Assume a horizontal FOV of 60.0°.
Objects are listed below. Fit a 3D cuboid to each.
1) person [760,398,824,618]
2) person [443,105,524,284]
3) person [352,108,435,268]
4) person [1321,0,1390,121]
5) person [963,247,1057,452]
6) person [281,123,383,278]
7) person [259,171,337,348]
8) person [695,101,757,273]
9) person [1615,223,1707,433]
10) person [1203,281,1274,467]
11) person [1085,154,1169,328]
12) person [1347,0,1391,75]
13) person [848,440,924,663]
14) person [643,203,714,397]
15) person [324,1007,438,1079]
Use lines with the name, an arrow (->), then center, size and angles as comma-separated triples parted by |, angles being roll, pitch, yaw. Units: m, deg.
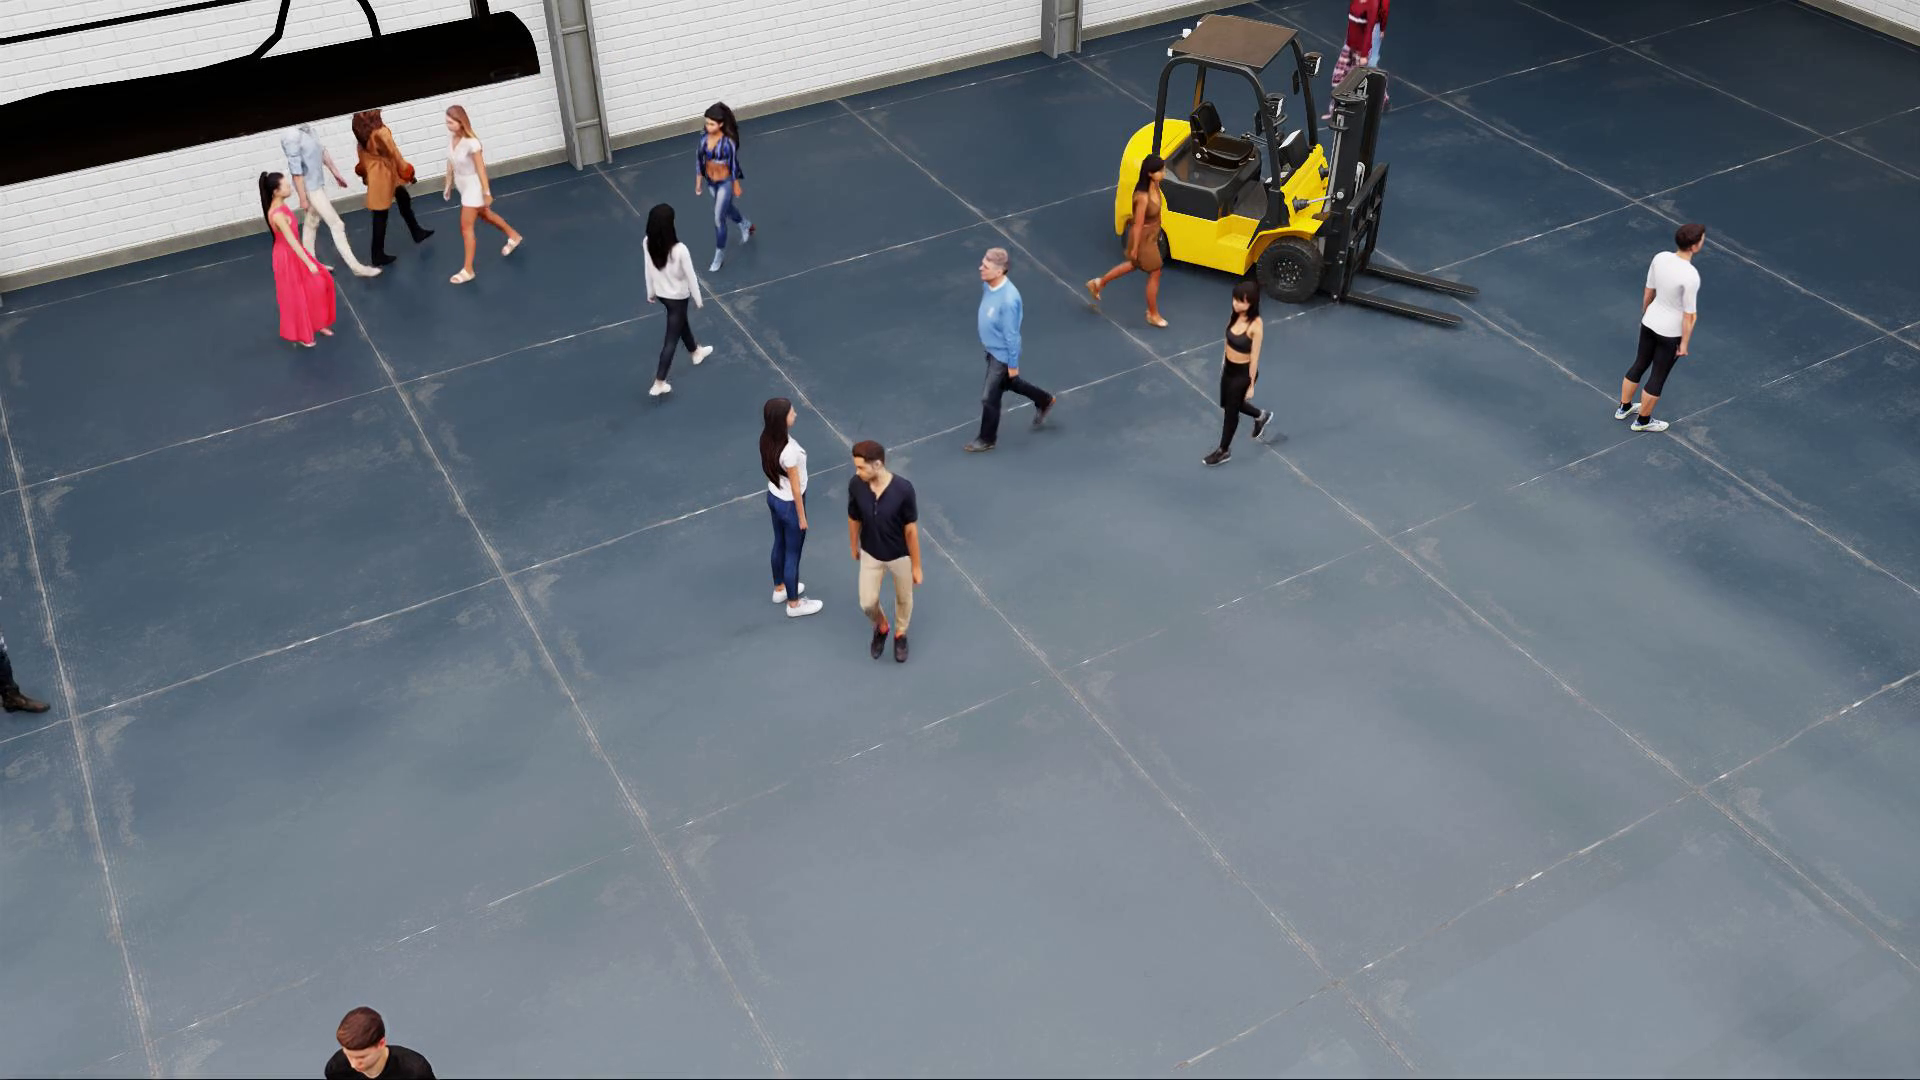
person -> -1.223, -0.238, 11.643 | 0.502, 1.774, 0.585 | -19, 43, -23
person -> -4.505, -3.307, 15.581 | 0.823, 1.657, 1.198 | 30, 47, 32
person -> -5.493, -3.340, 15.590 | 0.814, 1.696, 1.041 | 30, 48, 32
person -> 4.432, -5.406, 18.203 | 1.059, 1.663, 0.725 | -15, 41, -18
person -> 0.411, -1.535, 13.251 | 1.124, 1.794, 0.775 | -13, 40, -16
person -> -6.091, -3.265, 15.402 | 1.125, 1.814, 0.940 | -3, 39, -4
person -> -5.868, -2.378, 14.377 | 0.848, 1.707, 0.722 | -11, 40, -13
person -> -2.220, -3.391, 15.742 | 0.909, 1.585, 1.120 | 22, 44, 25
person -> 5.685, -1.728, 13.446 | 0.597, 1.851, 0.703 | -14, 41, -17
person -> 2.276, -1.331, 13.130 | 0.901, 1.627, 0.562 | -19, 42, -22
person -> 1.556, -2.668, 14.777 | 1.058, 1.660, 1.013 | 8, 39, 10
person -> 4.610, -5.827, 18.754 | 0.667, 1.635, 0.633 | 28, 46, 31
person -> -0.484, 0.024, 11.271 | 0.774, 1.830, 0.862 | 2, 39, 3
person -> -2.455, -1.984, 13.922 | 0.991, 1.658, 1.221 | 20, 43, 23
person -> -2.603, 2.791, 7.781 | 0.711, 1.862, 0.832 | 1, 39, 1
